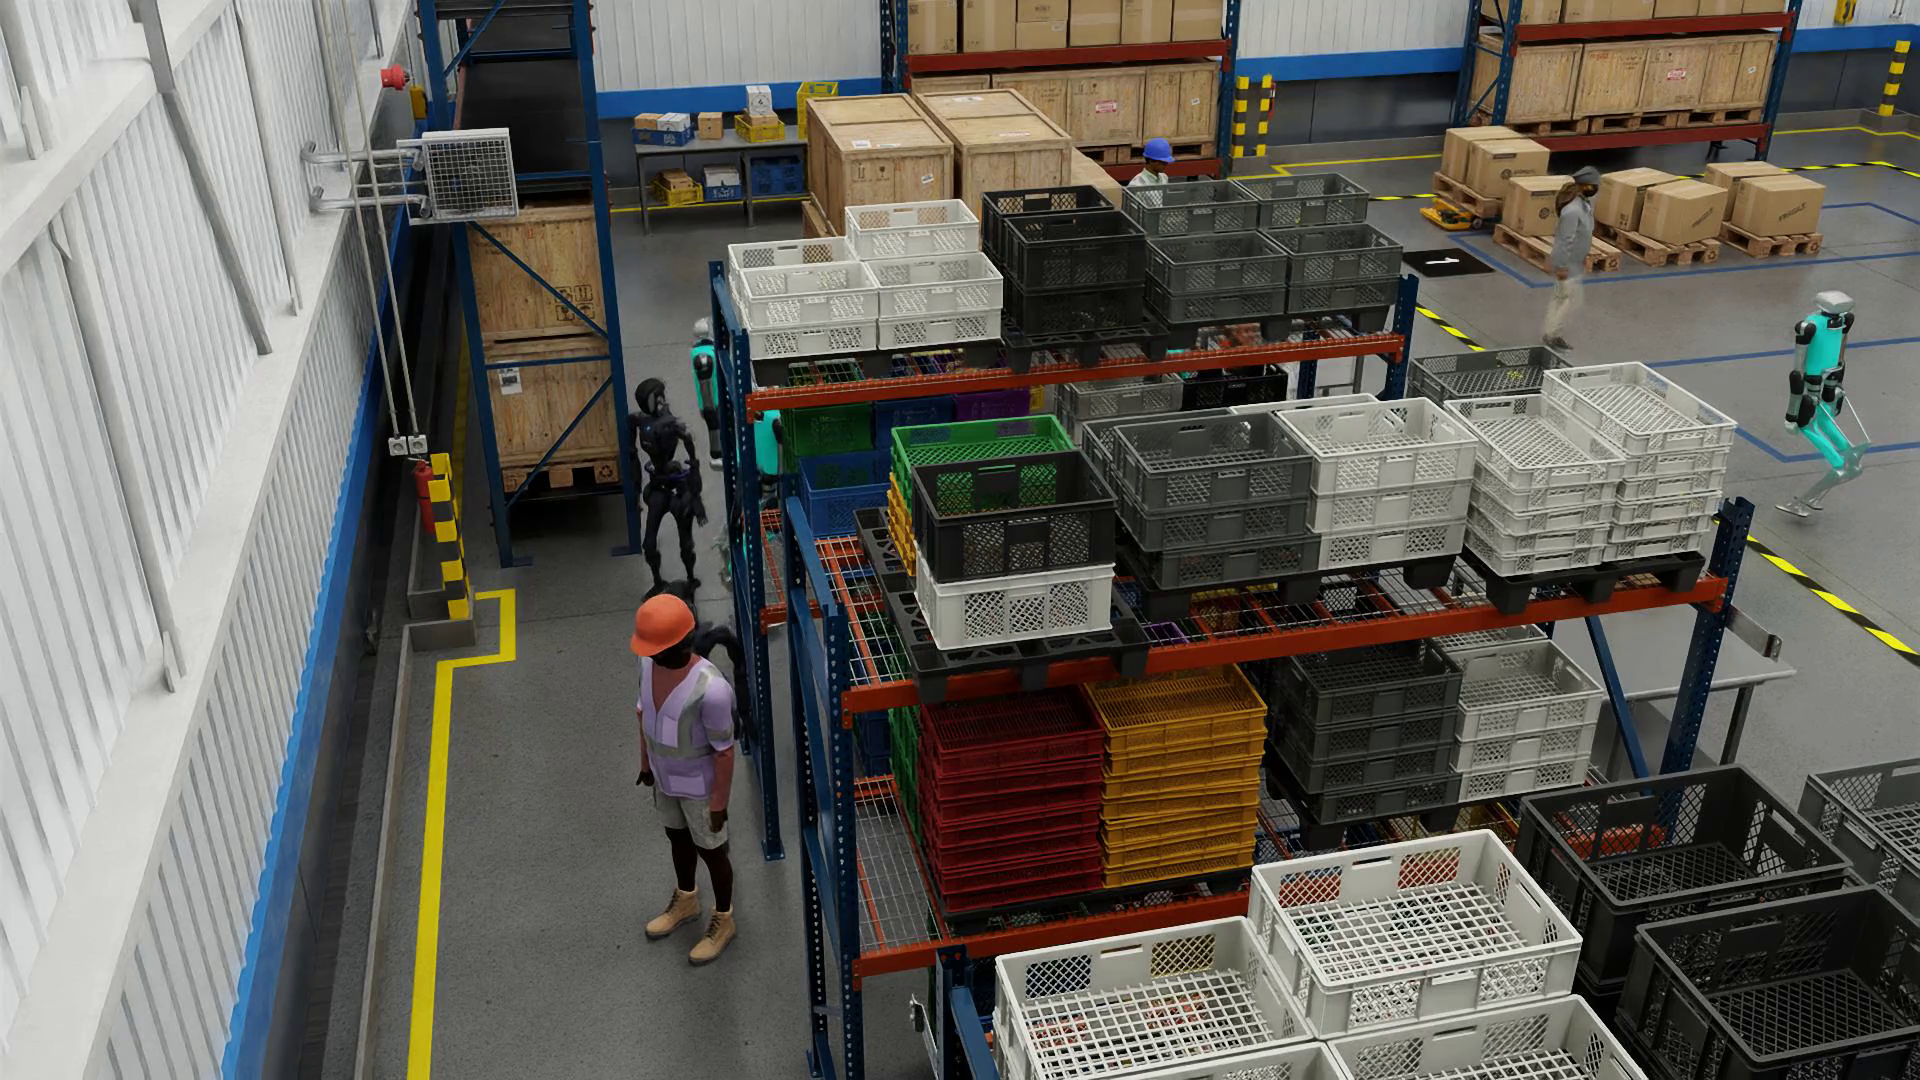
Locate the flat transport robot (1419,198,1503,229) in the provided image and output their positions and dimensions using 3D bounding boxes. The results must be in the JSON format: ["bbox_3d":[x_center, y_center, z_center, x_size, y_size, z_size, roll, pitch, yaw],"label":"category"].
[{"bbox_3d":[6.142,-3.835,19.293,1.431,0.197,0.652,-6,28,-12],"label":"flat transport robot"}]

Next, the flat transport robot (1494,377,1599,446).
[{"bbox_3d":[4.780,-1.036,14.013,0.659,0.231,1.431,-6,28,-12],"label":"flat transport robot"}]

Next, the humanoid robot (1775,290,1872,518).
[{"bbox_3d":[6.371,-0.935,12.102,0.533,1.677,0.735,-14,31,-25],"label":"humanoid robot"}]

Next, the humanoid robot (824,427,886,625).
[{"bbox_3d":[-0.656,-0.198,10.906,0.590,1.656,0.333,13,31,24],"label":"humanoid robot"}]

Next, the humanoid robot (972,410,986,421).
[{"bbox_3d":[0.110,-0.063,10.649,0.326,1.650,0.597,-11,30,-21],"label":"humanoid robot"}]

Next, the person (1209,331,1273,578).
[{"bbox_3d":[2.007,-0.646,11.617,0.613,1.822,0.997,24,36,38],"label":"person"}]

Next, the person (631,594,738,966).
[{"bbox_3d":[-1.337,1.143,7.988,0.604,2.035,0.386,22,35,35],"label":"person"}]

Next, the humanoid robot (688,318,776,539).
[{"bbox_3d":[-1.538,-0.726,11.834,0.683,1.771,0.542,-2,28,-3],"label":"humanoid robot"}]

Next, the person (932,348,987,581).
[{"bbox_3d":[-0.095,-0.506,11.375,0.667,1.797,0.609,15,31,26],"label":"person"}]

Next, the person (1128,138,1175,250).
[{"bbox_3d":[1.761,-2.798,15.569,0.412,1.939,0.602,19,33,32],"label":"person"}]

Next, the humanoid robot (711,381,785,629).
[{"bbox_3d":[-1.390,-0.176,10.741,0.691,1.739,0.538,-16,32,-27],"label":"humanoid robot"}]

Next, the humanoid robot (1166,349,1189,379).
[{"bbox_3d":[1.718,-0.676,11.833,0.742,1.847,0.583,5,28,9],"label":"humanoid robot"}]

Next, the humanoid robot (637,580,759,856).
[{"bbox_3d":[-1.360,0.943,8.751,0.609,1.651,0.314,-4,28,-7],"label":"humanoid robot"}]

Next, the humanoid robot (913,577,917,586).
[{"bbox_3d":[-0.263,-0.099,10.715,0.859,1.783,0.605,-1,28,-1],"label":"humanoid robot"}]

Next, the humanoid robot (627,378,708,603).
[{"bbox_3d":[-1.957,-0.330,11.174,0.613,1.640,0.461,13,31,23],"label":"humanoid robot"}]

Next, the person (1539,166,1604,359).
[{"bbox_3d":[5.591,-2.572,15.315,0.399,1.768,0.573,15,31,25],"label":"person"}]
